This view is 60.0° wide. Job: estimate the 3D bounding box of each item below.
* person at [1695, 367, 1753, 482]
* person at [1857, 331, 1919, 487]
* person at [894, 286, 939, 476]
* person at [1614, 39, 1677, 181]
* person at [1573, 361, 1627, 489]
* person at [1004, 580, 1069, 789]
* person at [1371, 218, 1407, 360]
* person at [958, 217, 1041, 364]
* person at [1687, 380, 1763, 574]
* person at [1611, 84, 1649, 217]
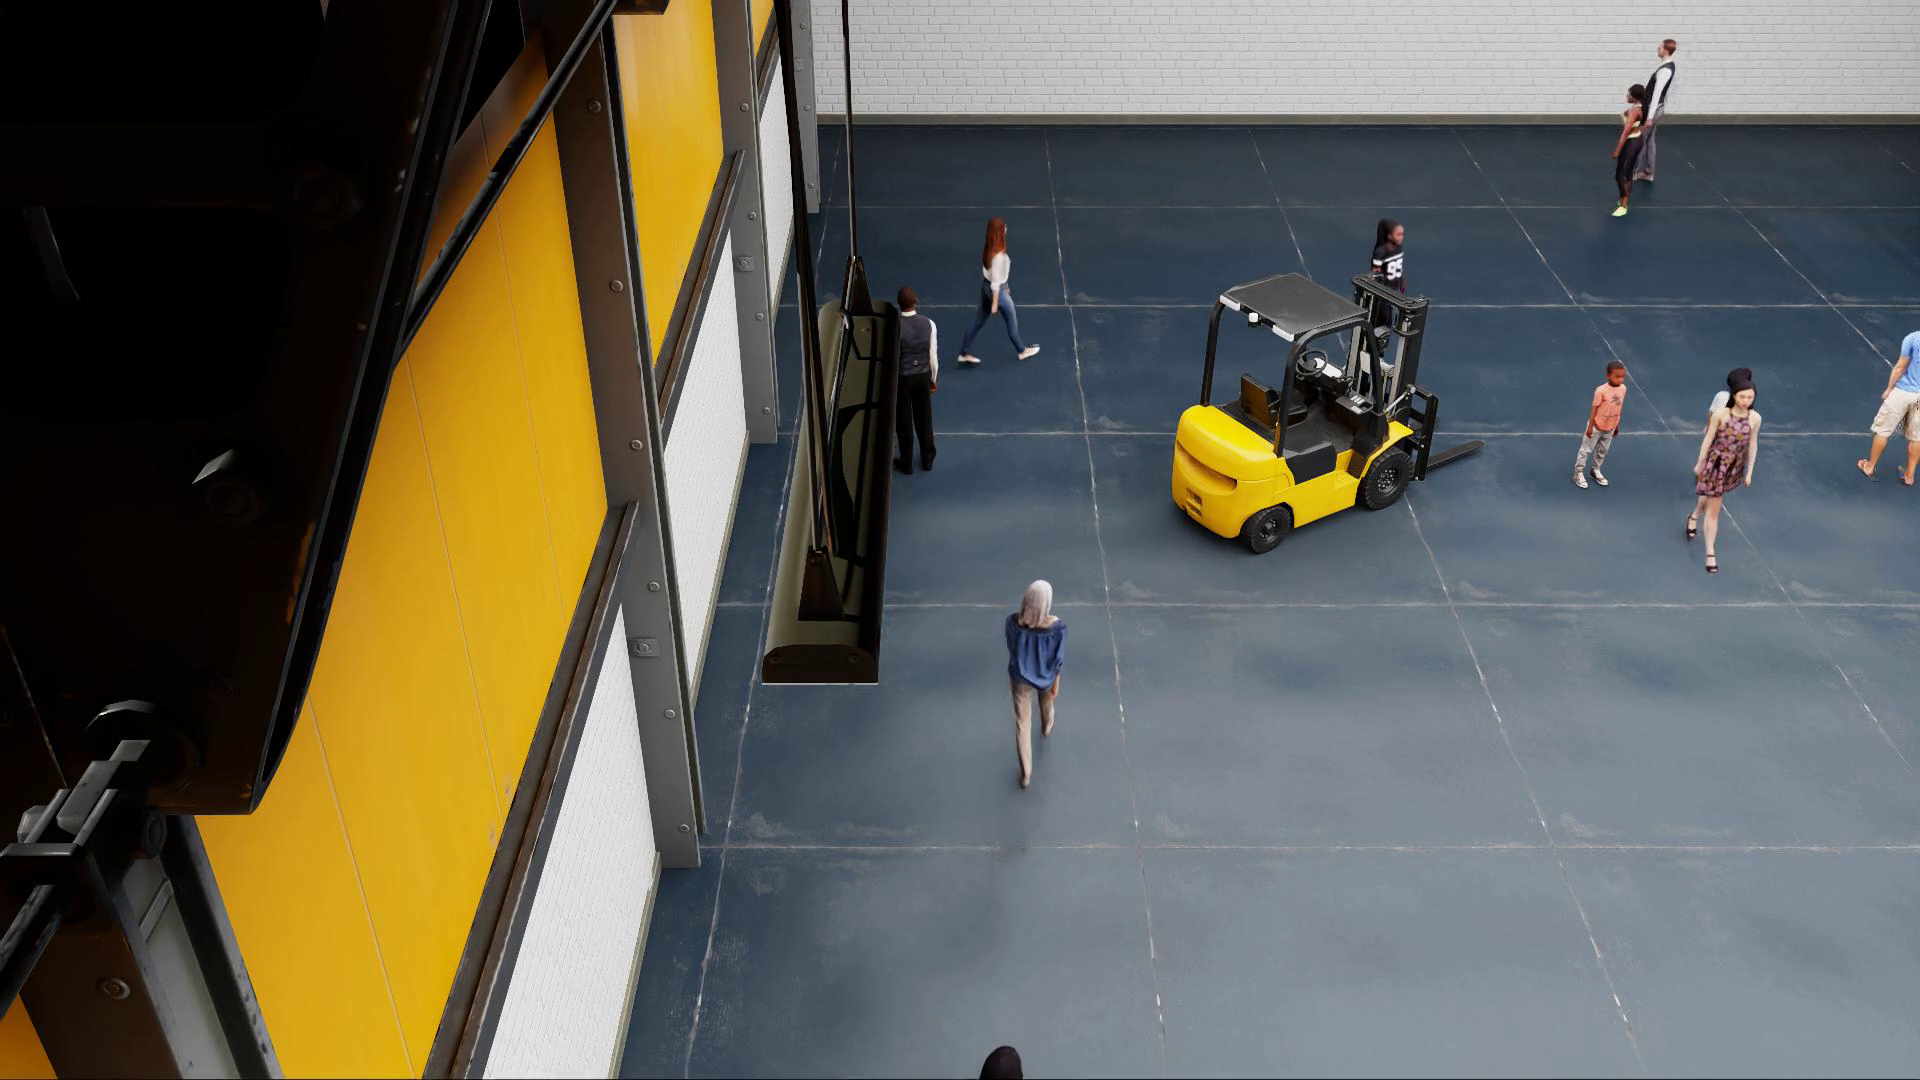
[{"bbox_3d":[7.252,-1.045,15.839,0.652,1.250,0.716,27,42,34],"label":"person"},{"bbox_3d":[9.090,-1.410,15.808,0.747,1.893,0.823,6,34,9],"label":"person"},{"bbox_3d":[-0.469,-1.530,15.968,0.771,1.916,0.720,-12,35,-17],"label":"person"},{"bbox_3d":[9.328,-5.752,22.305,0.903,1.932,0.836,18,37,24],"label":"person"},{"bbox_3d":[6.140,-1.125,15.908,0.502,1.308,0.505,-6,34,-9],"label":"person"},{"bbox_3d":[0.525,1.095,12.253,0.697,1.657,1.082,3,34,5],"label":"person"},{"bbox_3d":[4.457,-2.625,17.794,0.909,1.718,0.849,29,43,36],"label":"person"},{"bbox_3d":[0.283,-2.622,17.822,0.928,1.682,1.165,-11,35,-16],"label":"person"},{"bbox_3d":[6.772,-0.648,14.822,0.702,1.716,1.170,4,34,5],"label":"person"},{"bbox_3d":[8.684,-5.073,21.473,0.766,1.722,0.870,-23,40,-30],"label":"person"}]
